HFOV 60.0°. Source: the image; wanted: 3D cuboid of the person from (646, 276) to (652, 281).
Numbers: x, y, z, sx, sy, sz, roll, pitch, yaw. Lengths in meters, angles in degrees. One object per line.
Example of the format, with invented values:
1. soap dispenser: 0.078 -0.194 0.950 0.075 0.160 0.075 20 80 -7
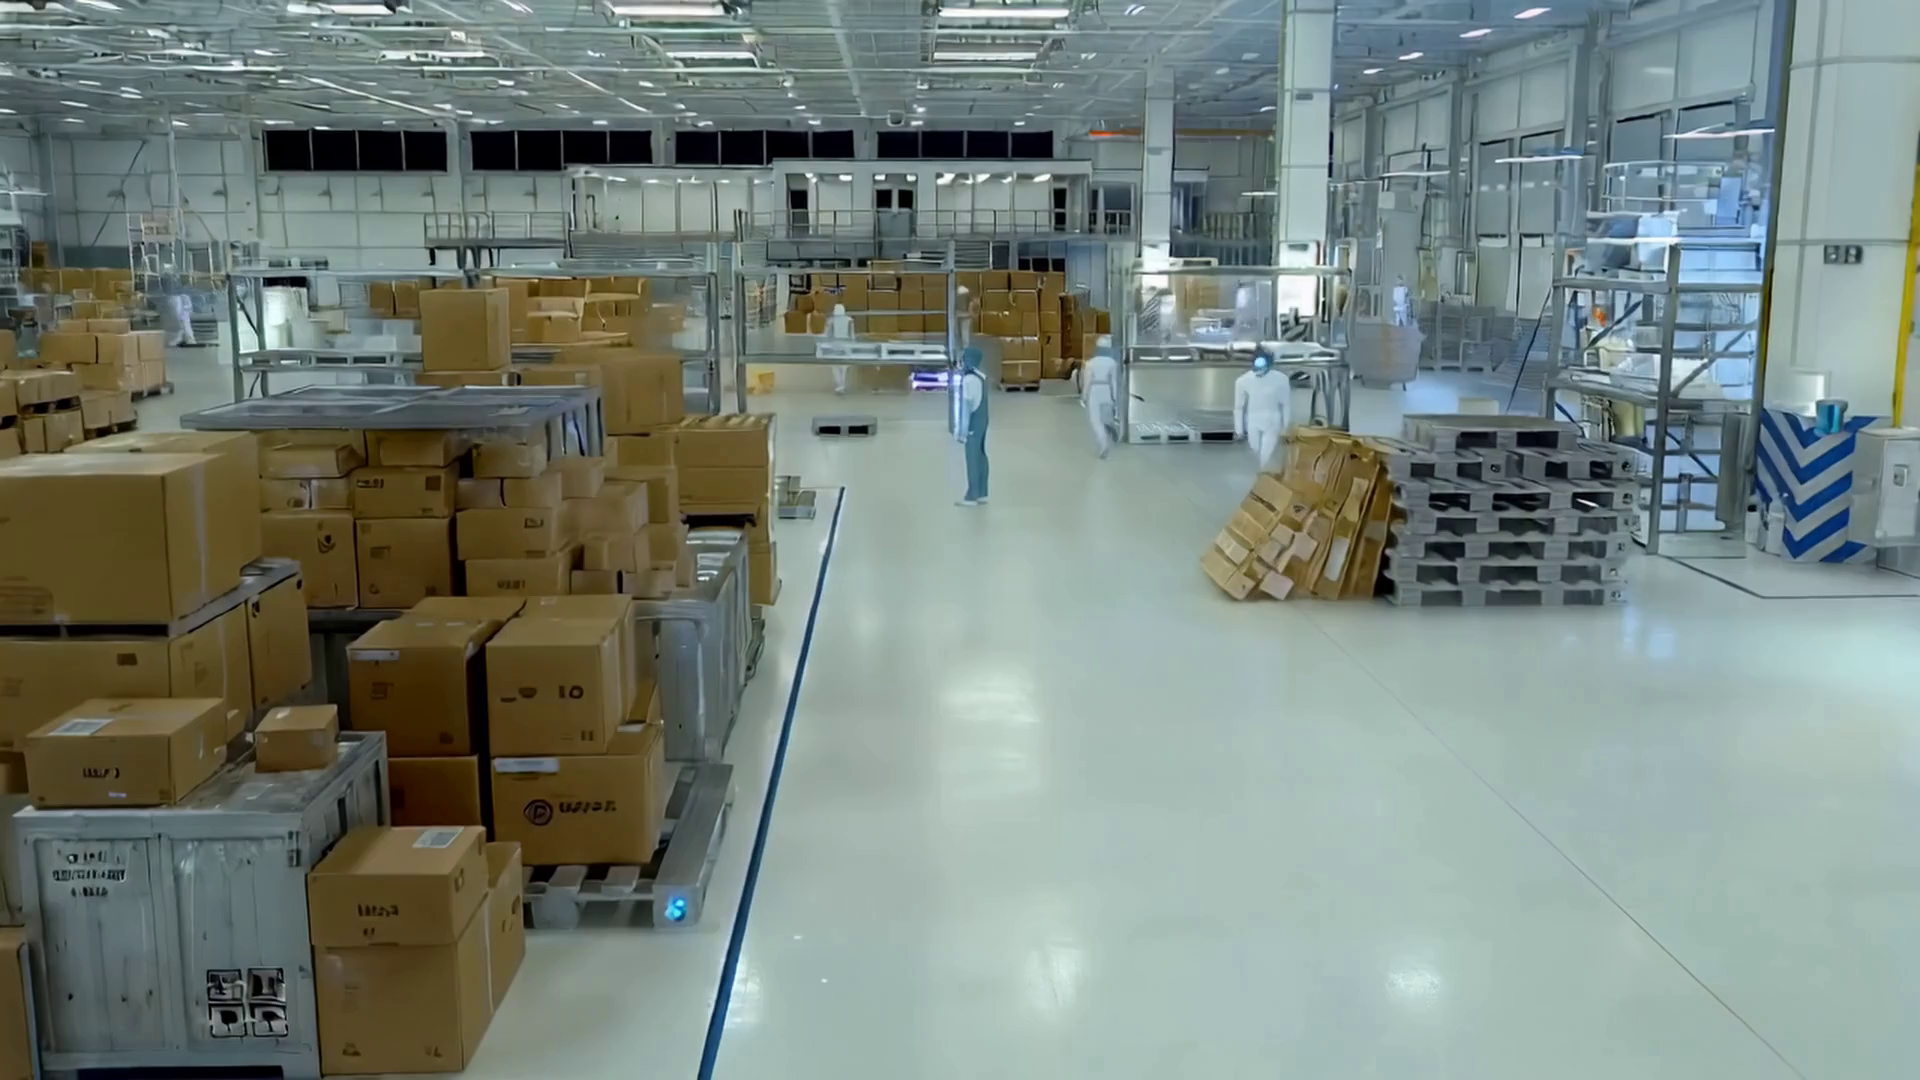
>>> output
1. person: -10.235 -7.789 55.167 0.592 1.883 0.958 -9 14 -42

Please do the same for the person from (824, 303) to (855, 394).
1. person: -2.384 -3.785 32.993 0.646 1.830 0.533 -4 11 -23

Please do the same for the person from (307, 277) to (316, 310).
1. person: -23.199 -8.526 59.588 0.312 1.768 0.524 1 10 5

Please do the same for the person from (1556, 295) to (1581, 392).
1. person: 12.200 -3.956 33.530 0.608 1.987 0.407 -1 10 -4

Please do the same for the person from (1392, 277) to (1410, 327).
1. person: 14.284 -7.556 53.845 0.563 1.895 0.991 2 10 11

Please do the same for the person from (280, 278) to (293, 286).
1. person: -18.653 -6.258 46.184 0.536 2.000 0.683 -4 11 -19

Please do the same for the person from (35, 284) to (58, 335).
1. person: -24.954 -6.052 45.471 0.568 1.883 0.993 -7 12 -34

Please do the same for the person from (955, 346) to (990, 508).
1. person: 0.150 -1.291 19.055 0.344 1.846 0.506 6 12 29

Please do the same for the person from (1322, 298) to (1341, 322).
1. person: 9.419 -5.423 42.387 0.528 1.742 0.727 -1 10 -7

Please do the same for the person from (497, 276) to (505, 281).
1. person: -14.465 -7.402 52.632 0.625 2.018 0.815 9 14 42

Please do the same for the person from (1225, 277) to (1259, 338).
1. person: 9.007 -7.357 52.689 1.047 1.917 0.656 1 10 5

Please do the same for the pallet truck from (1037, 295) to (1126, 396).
1. pallet truck: 2.483 -3.881 33.060 1.885 1.965 0.823 -7 13 -36

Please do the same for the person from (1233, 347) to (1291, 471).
1. person: 3.476 -1.287 19.029 0.641 1.869 1.056 5 11 24

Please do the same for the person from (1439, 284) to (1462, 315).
1. person: 12.931 -5.798 43.934 0.587 1.927 0.364 2 10 10

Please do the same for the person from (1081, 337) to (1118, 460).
1. person: 1.997 -1.977 23.244 0.489 1.714 0.737 -3 11 -18

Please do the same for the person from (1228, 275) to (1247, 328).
1. person: 9.674 -8.353 58.271 1.016 1.905 0.598 5 11 27

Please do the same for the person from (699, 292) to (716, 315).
1. person: -6.067 -5.111 40.312 0.564 1.851 0.400 1 10 4

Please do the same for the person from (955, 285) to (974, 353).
1. person: 0.062 -6.035 45.501 0.634 1.839 0.429 -4 11 -21

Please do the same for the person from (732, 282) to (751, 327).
1. person: -6.511 -6.771 49.452 0.635 1.910 0.966 -7 12 -35

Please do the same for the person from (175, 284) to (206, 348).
1. person: -22.003 -6.377 47.413 1.003 1.826 0.582 0 10 2

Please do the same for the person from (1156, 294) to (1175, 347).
1. person: 5.359 -5.586 43.435 0.548 1.679 0.381 -6 12 -29
